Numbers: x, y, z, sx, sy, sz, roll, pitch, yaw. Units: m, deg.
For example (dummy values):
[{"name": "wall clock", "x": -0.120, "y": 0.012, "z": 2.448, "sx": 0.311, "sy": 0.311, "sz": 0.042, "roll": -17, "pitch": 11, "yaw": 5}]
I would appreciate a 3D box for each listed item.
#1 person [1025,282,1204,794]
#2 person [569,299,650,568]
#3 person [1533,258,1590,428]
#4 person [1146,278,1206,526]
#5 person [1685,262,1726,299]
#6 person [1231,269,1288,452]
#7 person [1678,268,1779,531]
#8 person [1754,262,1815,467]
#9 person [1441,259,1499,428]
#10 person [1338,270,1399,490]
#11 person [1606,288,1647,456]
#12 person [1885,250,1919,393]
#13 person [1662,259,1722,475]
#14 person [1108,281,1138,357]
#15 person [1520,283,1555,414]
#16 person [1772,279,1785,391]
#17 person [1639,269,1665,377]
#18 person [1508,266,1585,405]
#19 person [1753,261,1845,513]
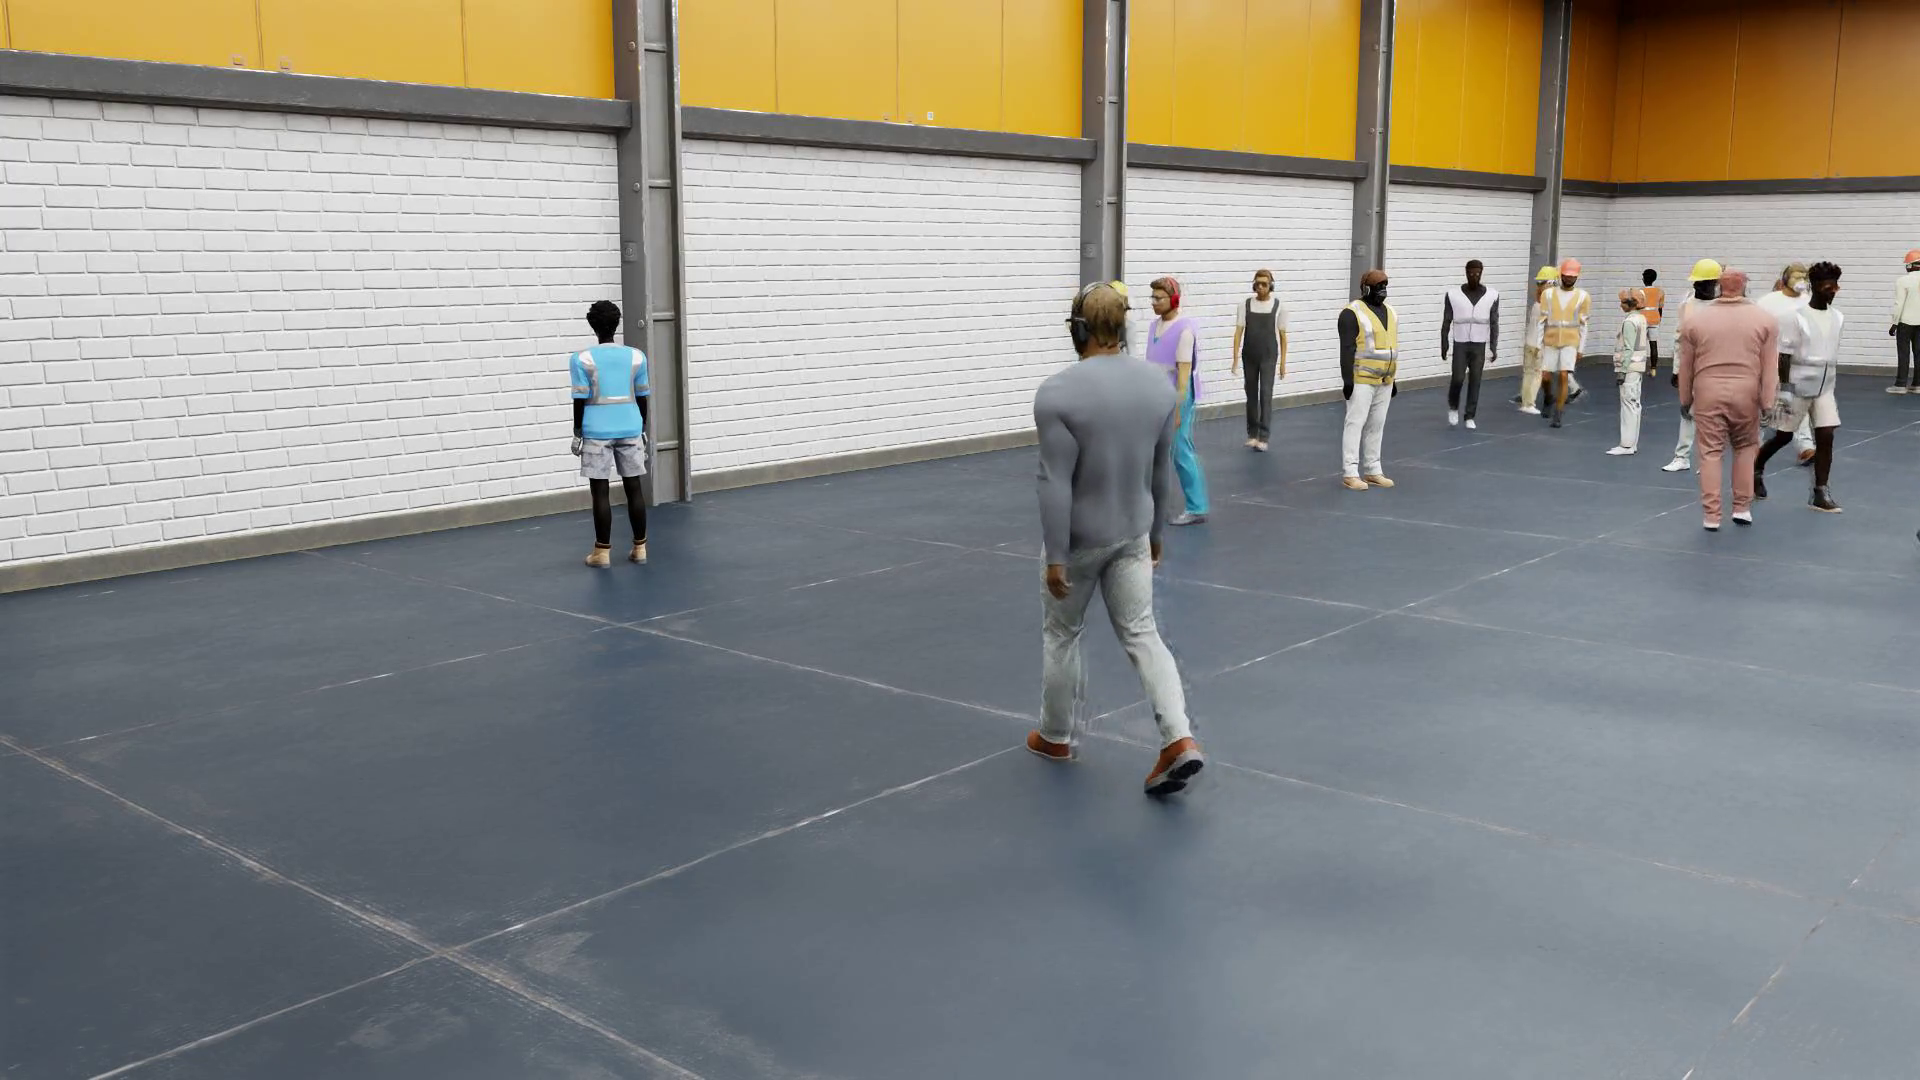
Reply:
[{"name": "person", "x": 0.567, "y": -0.009, "z": 6.232, "sx": 0.635, "sy": 1.908, "sz": 0.965, "roll": -5, "pitch": 11, "yaw": -27}, {"name": "person", "x": -2.221, "y": -0.671, "z": 10.570, "sx": 0.539, "sy": 1.698, "sz": 0.319, "roll": -7, "pitch": 12, "yaw": -34}, {"name": "person", "x": 6.837, "y": -2.242, "z": 18.915, "sx": 0.578, "sy": 1.916, "sz": 0.606, "roll": 4, "pitch": 11, "yaw": 22}, {"name": "person", "x": 1.459, "y": -0.982, "z": 12.026, "sx": 0.803, "sy": 1.806, "sz": 0.590, "roll": -4, "pitch": 11, "yaw": -22}, {"name": "person", "x": 8.367, "y": -2.143, "z": 18.480, "sx": 0.757, "sy": 1.859, "sz": 0.620, "roll": -7, "pitch": 12, "yaw": -35}, {"name": "person", "x": 3.013, "y": -1.812, "z": 16.754, "sx": 0.522, "sy": 1.843, "sz": 0.509, "roll": 4, "pitch": 11, "yaw": 20}, {"name": "person", "x": 5.549, "y": -1.019, "z": 12.057, "sx": 0.645, "sy": 1.878, "sz": 0.725, "roll": 4, "pitch": 11, "yaw": 24}, {"name": "person", "x": 7.748, "y": -1.643, "z": 15.588, "sx": 0.640, "sy": 1.884, "sz": 1.029, "roll": 0, "pitch": 10, "yaw": 1}, {"name": "person", "x": 5.717, "y": -2.190, "z": 18.665, "sx": 0.606, "sy": 1.900, "sz": 0.452, "roll": 1, "pitch": 10, "yaw": 5}, {"name": "person", "x": 3.460, "y": -1.346, "z": 14.011, "sx": 0.633, "sy": 1.843, "sz": 0.429, "roll": -7, "pitch": 12, "yaw": -34}, {"name": "person", "x": 6.556, "y": -1.645, "z": 16.290, "sx": 0.308, "sy": 1.640, "sz": 0.511, "roll": 6, "pitch": 12, "yaw": 32}, {"name": "person", "x": 13.260, "y": -3.040, "z": 23.217, "sx": 0.613, "sy": 1.995, "sz": 0.391, "roll": -2, "pitch": 10, "yaw": -12}, {"name": "person", "x": 6.649, "y": -1.542, "z": 14.895, "sx": 0.383, "sy": 1.923, "sz": 0.588, "roll": -7, "pitch": 12, "yaw": -34}, {"name": "person", "x": 1.499, "y": -1.574, "z": 15.675, "sx": 0.501, "sy": 1.697, "sz": 0.824, "roll": 6, "pitch": 12, "yaw": 30}, {"name": "person", "x": 7.115, "y": -2.351, "z": 20.434, "sx": 0.331, "sy": 1.597, "sz": 0.635, "roll": 0, "pitch": 10, "yaw": 2}, {"name": "person", "x": 11.694, "y": -2.936, "z": 23.798, "sx": 0.517, "sy": 1.581, "sz": 0.890, "roll": -1, "pitch": 10, "yaw": -3}, {"name": "person", "x": 10.794, "y": -3.406, "z": 26.149, "sx": 0.531, "sy": 1.697, "sz": 0.320, "roll": -2, "pitch": 10, "yaw": -9}, {"name": "person", "x": 7.635, "y": -2.634, "z": 21.477, "sx": 0.880, "sy": 1.799, "sz": 0.588, "roll": 0, "pitch": 10, "yaw": -1}, {"name": "person", "x": 6.563, "y": -1.208, "z": 12.984, "sx": 0.609, "sy": 1.936, "sz": 0.894, "roll": -2, "pitch": 10, "yaw": -11}]
